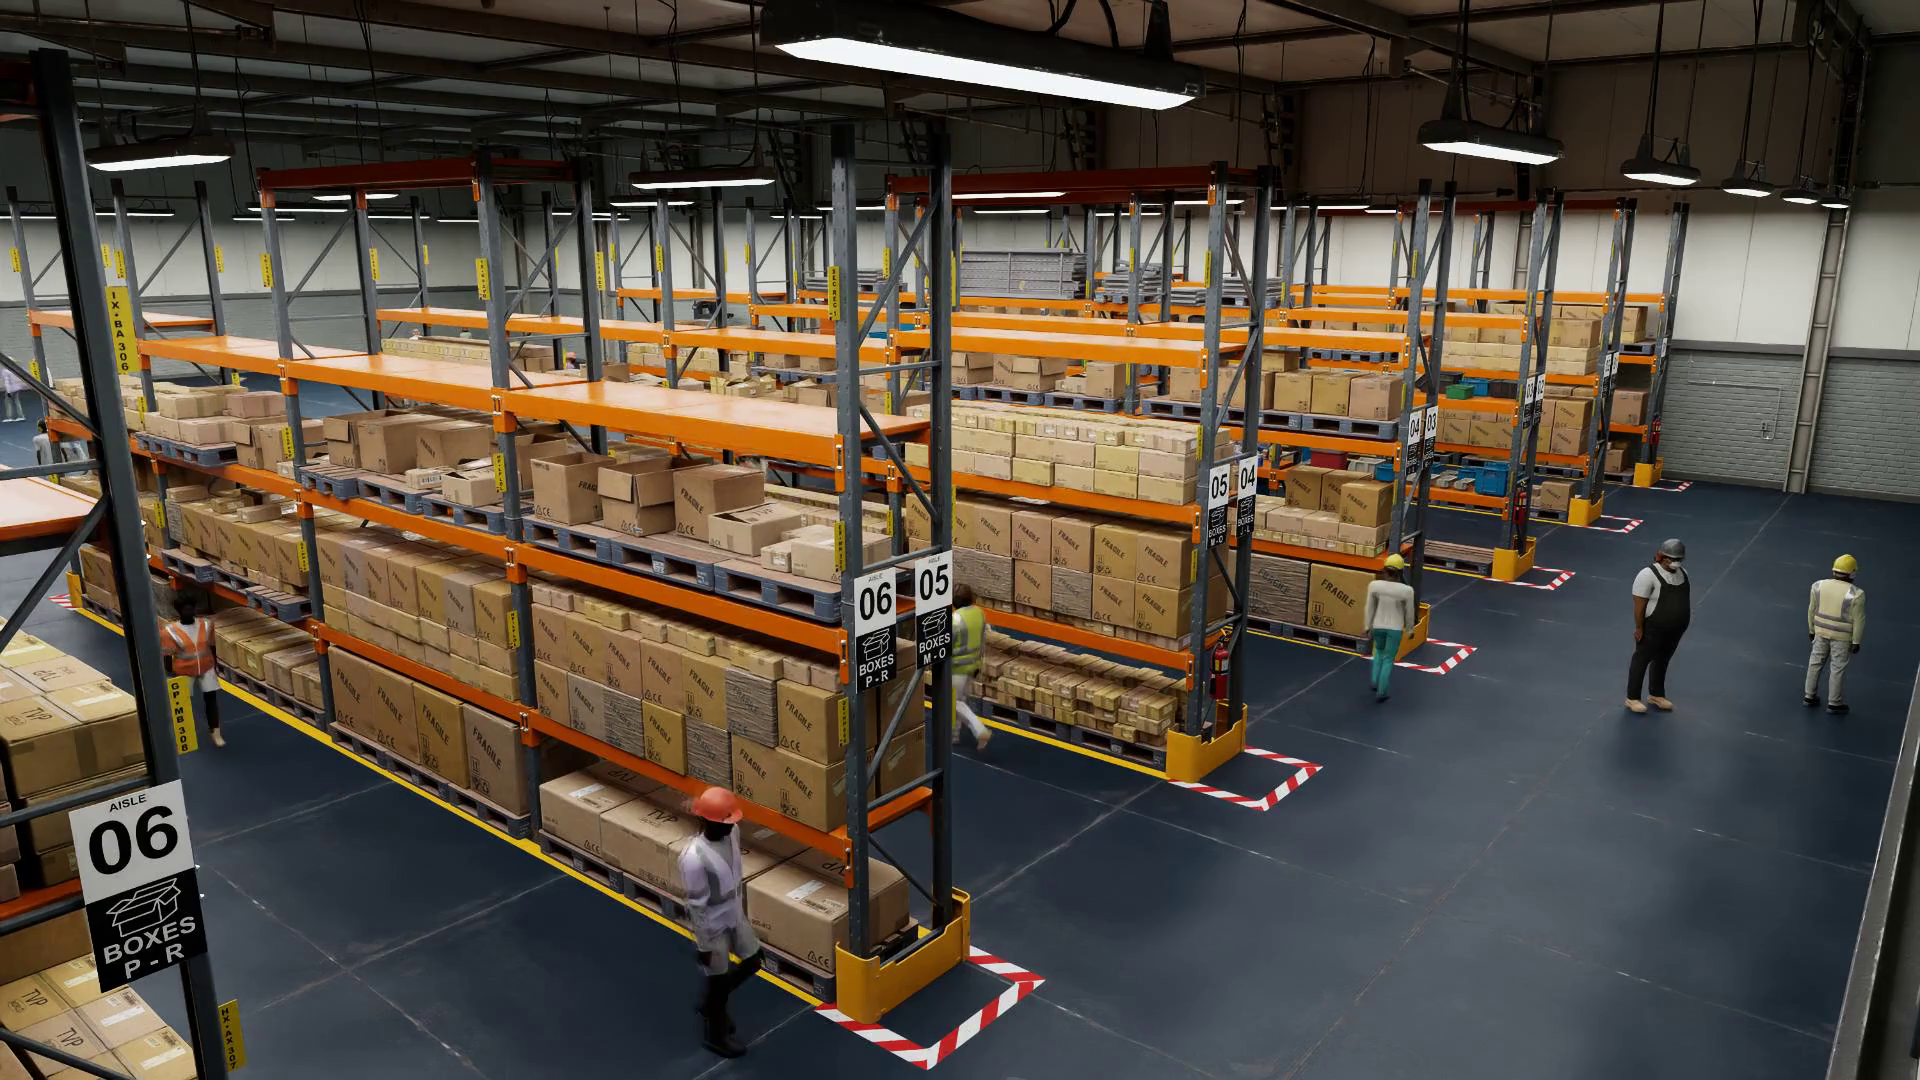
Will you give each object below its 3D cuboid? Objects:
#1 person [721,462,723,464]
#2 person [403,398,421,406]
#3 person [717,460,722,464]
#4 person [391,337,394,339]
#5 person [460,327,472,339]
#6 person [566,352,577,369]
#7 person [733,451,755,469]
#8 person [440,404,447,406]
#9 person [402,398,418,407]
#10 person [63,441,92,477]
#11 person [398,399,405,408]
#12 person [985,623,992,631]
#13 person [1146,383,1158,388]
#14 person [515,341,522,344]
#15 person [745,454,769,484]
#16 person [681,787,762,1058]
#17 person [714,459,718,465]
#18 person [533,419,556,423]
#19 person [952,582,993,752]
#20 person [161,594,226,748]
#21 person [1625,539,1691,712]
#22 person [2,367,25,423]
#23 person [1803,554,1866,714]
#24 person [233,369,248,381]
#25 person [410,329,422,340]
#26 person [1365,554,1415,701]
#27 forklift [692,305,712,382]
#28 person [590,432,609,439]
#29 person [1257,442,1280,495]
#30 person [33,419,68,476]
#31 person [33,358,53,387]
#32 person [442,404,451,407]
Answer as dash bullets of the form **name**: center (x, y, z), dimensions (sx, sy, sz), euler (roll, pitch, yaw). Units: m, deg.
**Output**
- **person**: center (-3.837, -0.370, 20.354), dimensions (1.003, 1.830, 0.587), euler (9, 16, 32)
- **person**: center (-16.345, -4.479, 37.205), dimensions (0.632, 1.850, 0.962), euler (8, 16, 31)
- **person**: center (-5.580, -2.656, 29.651), dimensions (0.328, 1.875, 0.513), euler (9, 17, 34)
- **person**: center (-19.412, -5.978, 43.182), dimensions (0.373, 1.940, 0.628), euler (3, 14, 11)
- **person**: center (-20.624, -8.122, 52.635), dimensions (0.500, 1.633, 0.285), euler (-13, 19, -43)
- **person**: center (-11.910, -4.762, 38.278), dimensions (0.895, 1.904, 0.556), euler (0, 14, 0)
- **person**: center (-3.590, -0.624, 21.145), dimensions (1.016, 1.952, 0.636), euler (8, 16, 31)
- **person**: center (-16.241, -5.032, 39.536), dimensions (0.565, 1.831, 0.432), euler (-3, 14, -13)
- **person**: center (-15.670, -4.208, 35.898), dimensions (0.543, 1.939, 0.371), euler (-4, 14, -16)
- **person**: center (-19.533, -2.064, 27.786), dimensions (0.883, 1.589, 0.536), euler (-4, 14, -18)
- **person**: center (-12.514, -2.284, 28.279), dimensions (1.024, 1.818, 0.502), euler (6, 15, 22)
- **person**: center (0.083, 0.582, 16.202), dimensions (1.039, 1.944, 0.645), euler (10, 17, 36)
- **person**: center (5.028, -3.573, 33.337), dimensions (1.009, 1.921, 0.622), euler (12, 18, 42)
- **person**: center (-15.826, -6.382, 45.245), dimensions (0.359, 1.755, 0.526), euler (9, 16, 33)
- **person**: center (-3.600, -0.784, 21.873), dimensions (0.727, 1.912, 0.638), euler (12, 18, 40)
- **person**: center (-1.557, 2.508, 8.297), dimensions (0.406, 1.919, 0.572), euler (6, 15, 24)
- **person**: center (-5.753, -2.490, 28.853), dimensions (0.587, 1.928, 0.362), euler (-7, 15, -25)
- **person**: center (-9.966, -2.813, 30.364), dimensions (0.624, 1.845, 0.430), euler (-6, 15, -23)
- **person**: center (0.047, 1.343, 13.305), dimensions (0.749, 1.825, 0.630), euler (9, 16, 32)
- **person**: center (-8.255, 1.371, 13.512), dimensions (0.754, 1.675, 0.537), euler (11, 18, 39)
- **person**: center (8.041, 0.989, 14.399), dimensions (0.688, 2.000, 0.535), euler (-4, 14, -17)
- **person**: center (-27.752, -4.394, 36.763), dimensions (0.542, 1.892, 0.608), euler (-1, 14, -2)
- **person**: center (10.038, 1.062, 14.435), dimensions (0.403, 1.837, 0.590), euler (-7, 15, -25)
- **person**: center (-26.833, -6.617, 46.386), dimensions (0.867, 1.646, 0.552), euler (-6, 15, -25)
- **person**: center (-20.350, -6.969, 47.336), dimensions (0.639, 1.903, 0.409), euler (-11, 17, -37)
- **person**: center (5.068, 1.013, 14.809), dimensions (0.539, 1.744, 0.558), euler (11, 17, 37)
- **forklift**: center (-9.511, -7.392, 47.124), dimensions (1.873, 2.768, 1.129), euler (11, 17, 38)
- **person**: center (-7.431, -1.600, 25.918), dimensions (0.488, 1.584, 0.853), euler (-5, 14, -19)
- **person**: center (6.278, -1.810, 26.136), dimensions (0.985, 1.893, 0.656), euler (8, 16, 30)
- **person**: center (-17.892, -1.471, 24.859), dimensions (0.515, 1.841, 0.609), euler (-11, 17, -37)
- **person**: center (-26.531, -4.389, 36.523), dimensions (0.379, 1.996, 0.609), euler (-13, 19, -42)
- **person**: center (-15.671, -4.649, 38.347), dimensions (0.334, 1.641, 0.524), euler (6, 15, 23)
